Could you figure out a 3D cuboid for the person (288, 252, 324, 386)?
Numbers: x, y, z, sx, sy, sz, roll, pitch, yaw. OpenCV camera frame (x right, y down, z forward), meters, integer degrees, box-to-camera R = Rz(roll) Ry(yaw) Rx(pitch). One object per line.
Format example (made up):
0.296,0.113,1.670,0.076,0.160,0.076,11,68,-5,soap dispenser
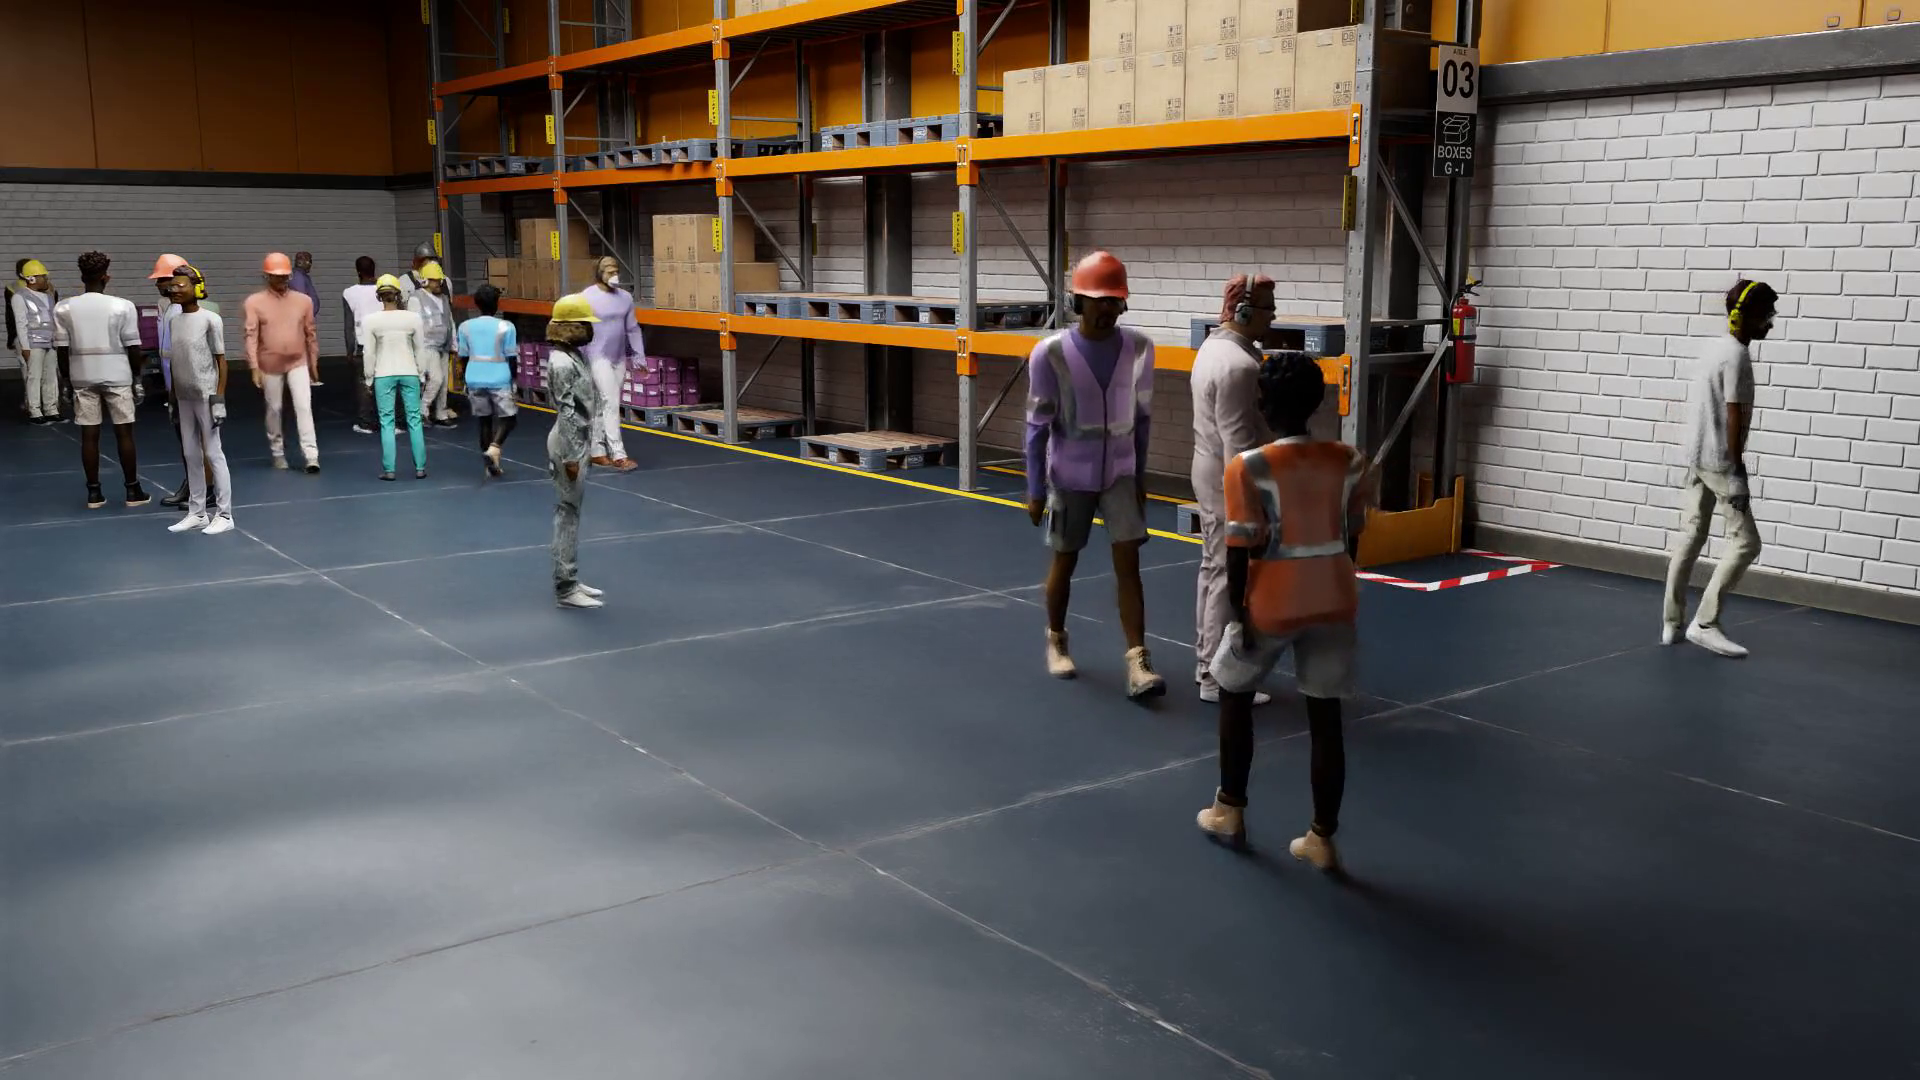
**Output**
-9.330,-3.145,23.707,0.402,1.901,0.638,-5,11,-25,person

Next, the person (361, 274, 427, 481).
-4.830,-1.382,14.224,0.523,1.760,0.327,-6,12,-28,person

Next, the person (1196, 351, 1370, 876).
1.062,0.225,5.465,0.551,1.676,0.673,-3,10,-14,person

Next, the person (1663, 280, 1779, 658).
3.739,-0.342,8.158,0.438,1.843,0.652,2,10,11,person

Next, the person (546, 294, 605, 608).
-2.146,-0.495,9.314,0.326,1.741,0.505,-2,10,-9,person

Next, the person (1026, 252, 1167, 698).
0.609,-0.276,7.418,0.620,1.978,1.022,-3,10,-15,person

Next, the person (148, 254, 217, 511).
-5.922,-1.194,12.665,0.543,1.939,0.355,9,14,41,person

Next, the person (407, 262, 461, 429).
-5.720,-2.108,18.109,0.414,1.817,0.614,4,11,19,person

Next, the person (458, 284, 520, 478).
-4.021,-1.334,14.171,0.537,1.686,0.520,1,10,8,person

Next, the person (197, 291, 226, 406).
-8.773,-2.204,19.198,0.502,1.624,0.284,-10,14,-44,person

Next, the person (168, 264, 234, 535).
-5.340,-0.975,11.616,0.521,1.876,0.325,4,11,22,person

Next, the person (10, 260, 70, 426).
-10.246,-2.192,18.546,0.404,1.832,0.601,1,10,8,person

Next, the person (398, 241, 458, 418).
-6.078,-2.396,19.109,0.682,2.000,0.537,-10,14,-43,person

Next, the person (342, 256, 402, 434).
-6.217,-2.052,17.659,0.605,1.885,0.664,-5,11,-25,person

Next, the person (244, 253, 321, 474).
-5.972,-1.549,14.672,0.646,1.936,1.027,-7,12,-33,person

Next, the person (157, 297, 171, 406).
-9.714,-2.469,20.662,0.507,1.631,0.276,1,10,3,person

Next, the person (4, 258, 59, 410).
-11.298,-2.502,20.260,0.429,1.842,0.633,7,12,33,person

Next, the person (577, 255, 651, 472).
-3.035,-1.552,14.740,0.873,1.903,0.649,6,12,32,person

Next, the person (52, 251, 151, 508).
-6.580,-1.224,12.752,0.608,1.965,0.369,-2,10,-11,person

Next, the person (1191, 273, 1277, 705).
1.217,-0.215,7.321,0.401,1.894,0.653,0,10,0,person
